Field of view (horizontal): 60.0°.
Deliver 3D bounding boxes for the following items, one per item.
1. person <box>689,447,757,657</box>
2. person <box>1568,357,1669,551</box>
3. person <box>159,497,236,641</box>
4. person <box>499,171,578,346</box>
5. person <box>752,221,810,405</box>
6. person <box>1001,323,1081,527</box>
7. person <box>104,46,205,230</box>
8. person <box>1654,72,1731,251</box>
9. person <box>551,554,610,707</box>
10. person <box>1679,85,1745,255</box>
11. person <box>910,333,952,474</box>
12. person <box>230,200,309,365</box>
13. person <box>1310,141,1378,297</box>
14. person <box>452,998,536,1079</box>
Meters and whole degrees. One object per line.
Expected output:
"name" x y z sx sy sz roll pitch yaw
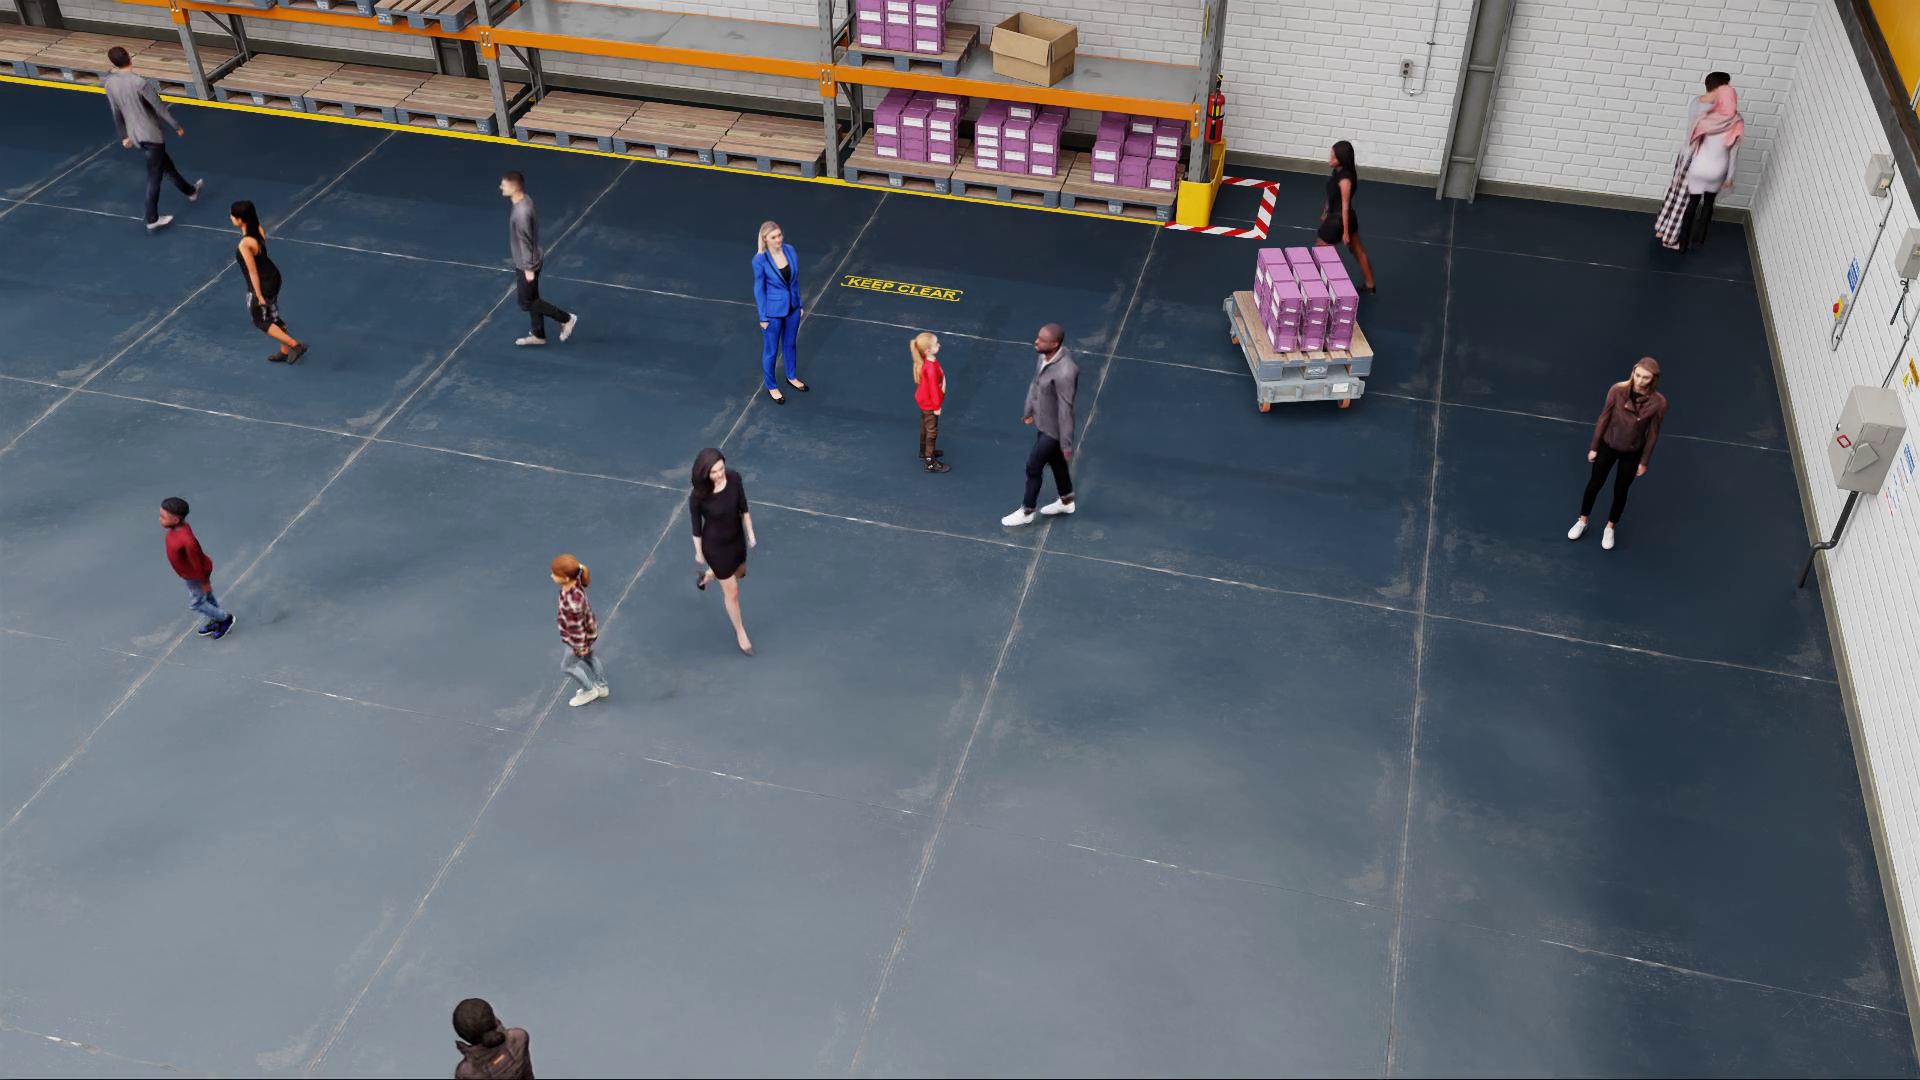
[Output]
"person" -1.747 0.018 11.988 0.936 1.772 1.112 -31 48 -33
"person" 5.144 -0.697 12.938 0.532 1.704 0.714 20 43 23
"person" -5.547 0.197 12.186 0.655 1.246 0.586 -24 44 -27
"person" -3.874 -2.555 15.225 0.947 1.753 0.833 -8 39 -10
"person" -1.596 -2.022 14.600 0.707 1.701 0.718 -31 48 -33
"person" 0.813 -0.910 13.132 1.048 1.796 0.966 -7 39 -8
"person" -8.398 -4.086 17.099 1.183 1.807 0.865 14 41 17
"person" 7.380 -3.833 16.750 0.613 1.848 0.672 1 39 1
"person" -2.589 0.626 11.608 0.635 1.296 0.621 -6 39 -7
"person" 7.420 -3.645 16.558 0.573 1.794 0.735 17 41 20
"person" -0.252 -1.164 13.862 0.626 1.280 0.582 -9 39 -11
"person" -6.206 -2.306 14.993 0.720 1.653 0.657 1 39 1
"person" 3.674 -2.957 15.797 1.328 1.668 0.836 5 39 7
"person" -2.314 2.908 8.460 0.680 1.659 0.738 12 40 14
